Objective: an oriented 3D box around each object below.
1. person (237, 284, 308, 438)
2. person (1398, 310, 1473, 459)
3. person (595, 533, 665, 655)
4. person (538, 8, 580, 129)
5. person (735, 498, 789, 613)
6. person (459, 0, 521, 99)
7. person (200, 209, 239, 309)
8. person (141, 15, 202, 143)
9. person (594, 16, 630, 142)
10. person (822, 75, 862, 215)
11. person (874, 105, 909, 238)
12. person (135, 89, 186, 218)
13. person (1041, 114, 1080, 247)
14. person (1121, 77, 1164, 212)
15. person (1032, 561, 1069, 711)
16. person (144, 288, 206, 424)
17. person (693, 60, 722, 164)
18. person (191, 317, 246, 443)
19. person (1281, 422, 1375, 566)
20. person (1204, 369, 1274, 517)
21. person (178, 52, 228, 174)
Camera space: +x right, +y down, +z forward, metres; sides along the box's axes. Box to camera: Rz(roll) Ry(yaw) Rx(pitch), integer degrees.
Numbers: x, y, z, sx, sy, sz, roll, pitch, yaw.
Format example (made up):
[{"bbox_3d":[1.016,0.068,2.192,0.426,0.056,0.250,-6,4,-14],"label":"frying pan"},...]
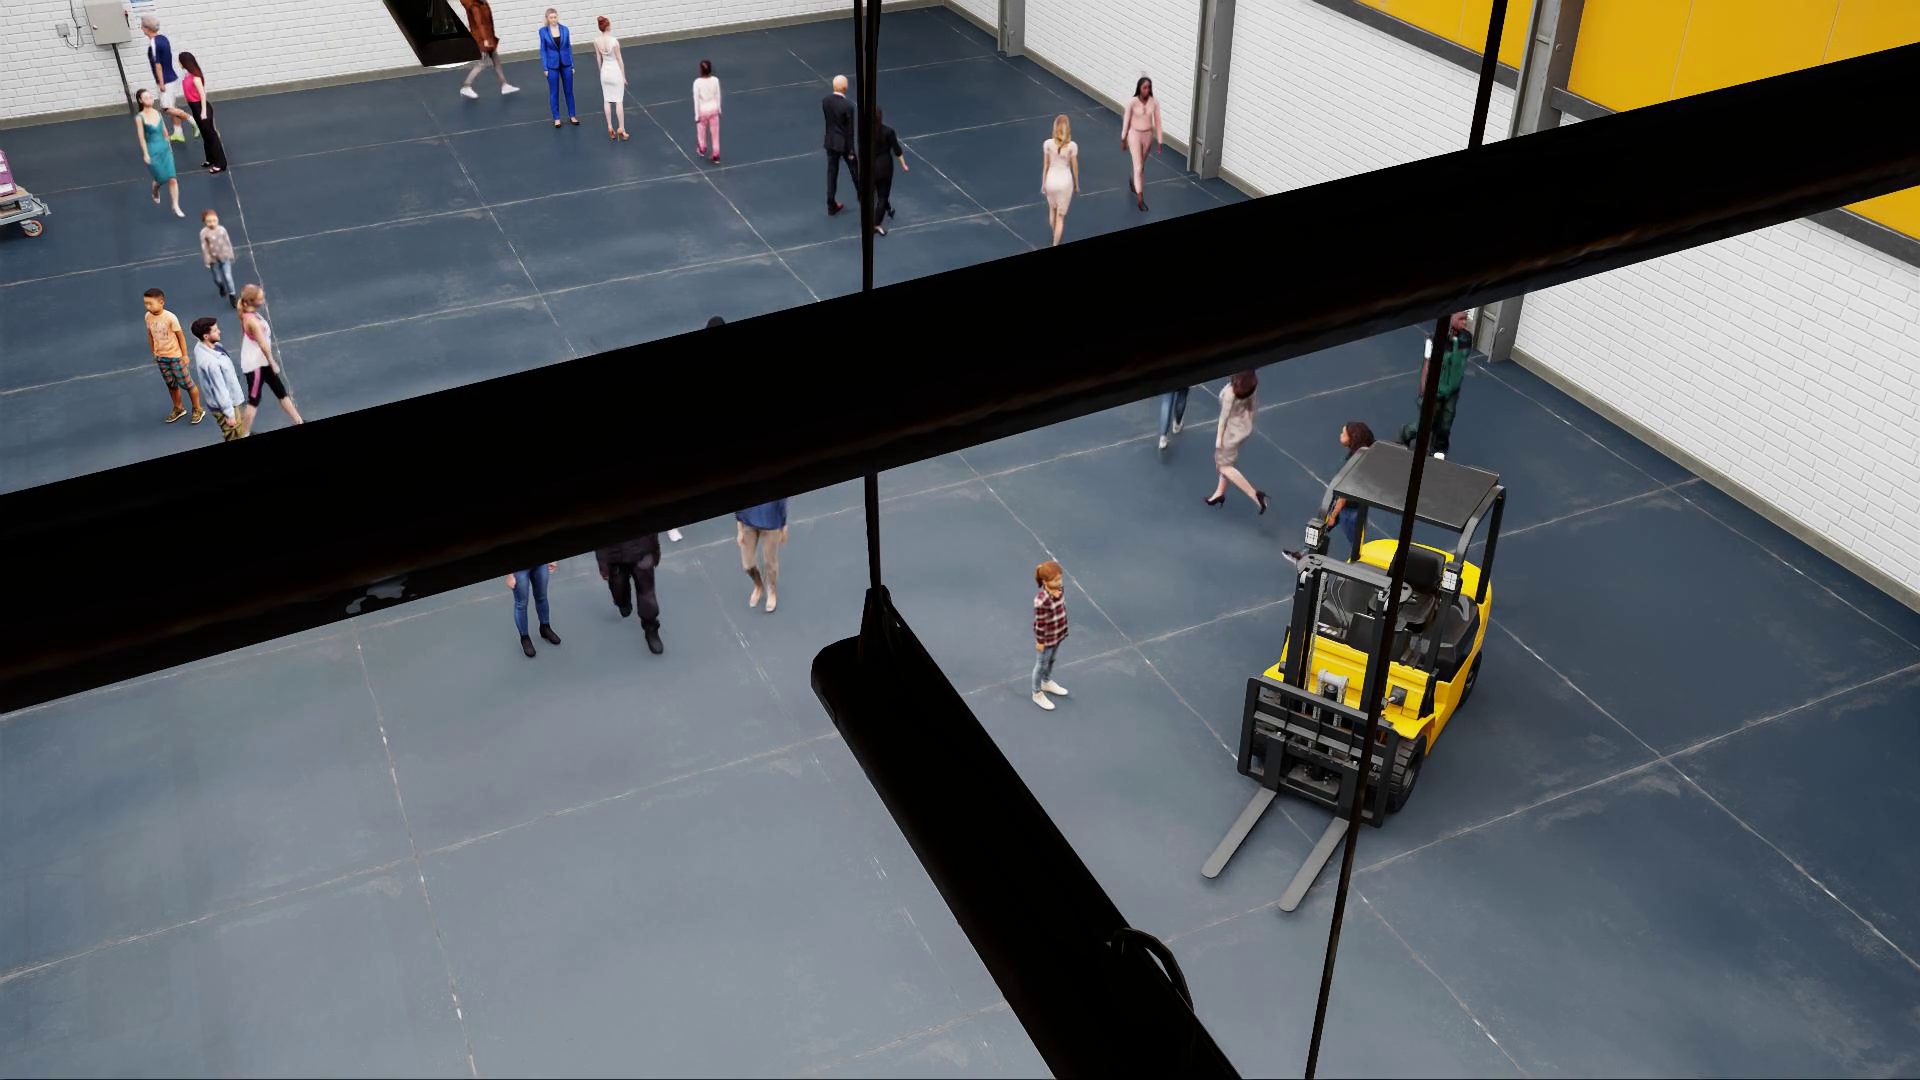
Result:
[{"bbox_3d":[-7.035,-1.709,16.455,0.728,1.723,0.951,-19,38,-26],"label":"person"},{"bbox_3d":[4.561,-1.457,15.983,0.720,1.827,0.966,-13,36,-18],"label":"person"},{"bbox_3d":[-2.768,0.073,13.719,0.796,1.785,0.997,-11,35,-16],"label":"person"},{"bbox_3d":[-5.871,-6.916,24.310,0.608,1.701,0.540,-15,37,-22],"label":"person"},{"bbox_3d":[-1.684,-0.145,14.142,0.727,1.679,0.751,4,34,7],"label":"person"},{"bbox_3d":[-7.325,-7.574,25.210,0.887,1.801,1.126,-9,35,-13],"label":"person"},{"bbox_3d":[-8.619,-3.290,19.320,0.534,1.185,0.721,-19,38,-26],"label":"person"},{"bbox_3d":[-11.191,-6.526,23.610,0.828,1.826,0.899,-6,34,-9],"label":"person"},{"bbox_3d":[-4.981,-6.590,23.735,0.619,1.793,0.684,12,35,17],"label":"person"},{"bbox_3d":[-1.607,-5.066,21.464,1.096,1.769,1.091,17,37,24],"label":"person"},{"bbox_3d":[-1.043,-4.603,20.898,1.064,1.625,1.082,19,38,26],"label":"person"},{"bbox_3d":[-10.363,-4.975,21.413,0.845,1.675,0.753,20,39,28],"label":"person"},{"bbox_3d":[1.179,-4.220,20.164,0.978,1.800,1.058,9,35,14],"label":"person"},{"bbox_3d":[2.346,-5.246,21.820,0.805,1.675,1.236,-7,34,-11],"label":"person"},{"bbox_3d":[0.697,0.722,13.176,0.651,1.305,0.616,20,39,28],"label":"person"},{"bbox_3d":[-8.051,-1.890,16.965,0.603,1.461,0.630,5,34,7],"label":"person"},{"bbox_3d":[-3.474,-5.940,23.088,0.575,1.428,0.809,-15,36,-21],"label":"person"},{"bbox_3d":[-6.968,-1.278,15.730,0.735,1.809,0.499,-17,37,-23],"label":"person"},{"bbox_3d":[3.454,-0.271,14.420,1.075,1.582,1.044,10,35,14],"label":"person"},{"bbox_3d":[2.573,-0.941,15.297,1.060,1.726,0.844,28,42,35],"label":"person"},{"bbox_3d":[-10.395,-5.872,22.777,0.690,1.658,0.519,-22,40,-30],"label":"person"}]
